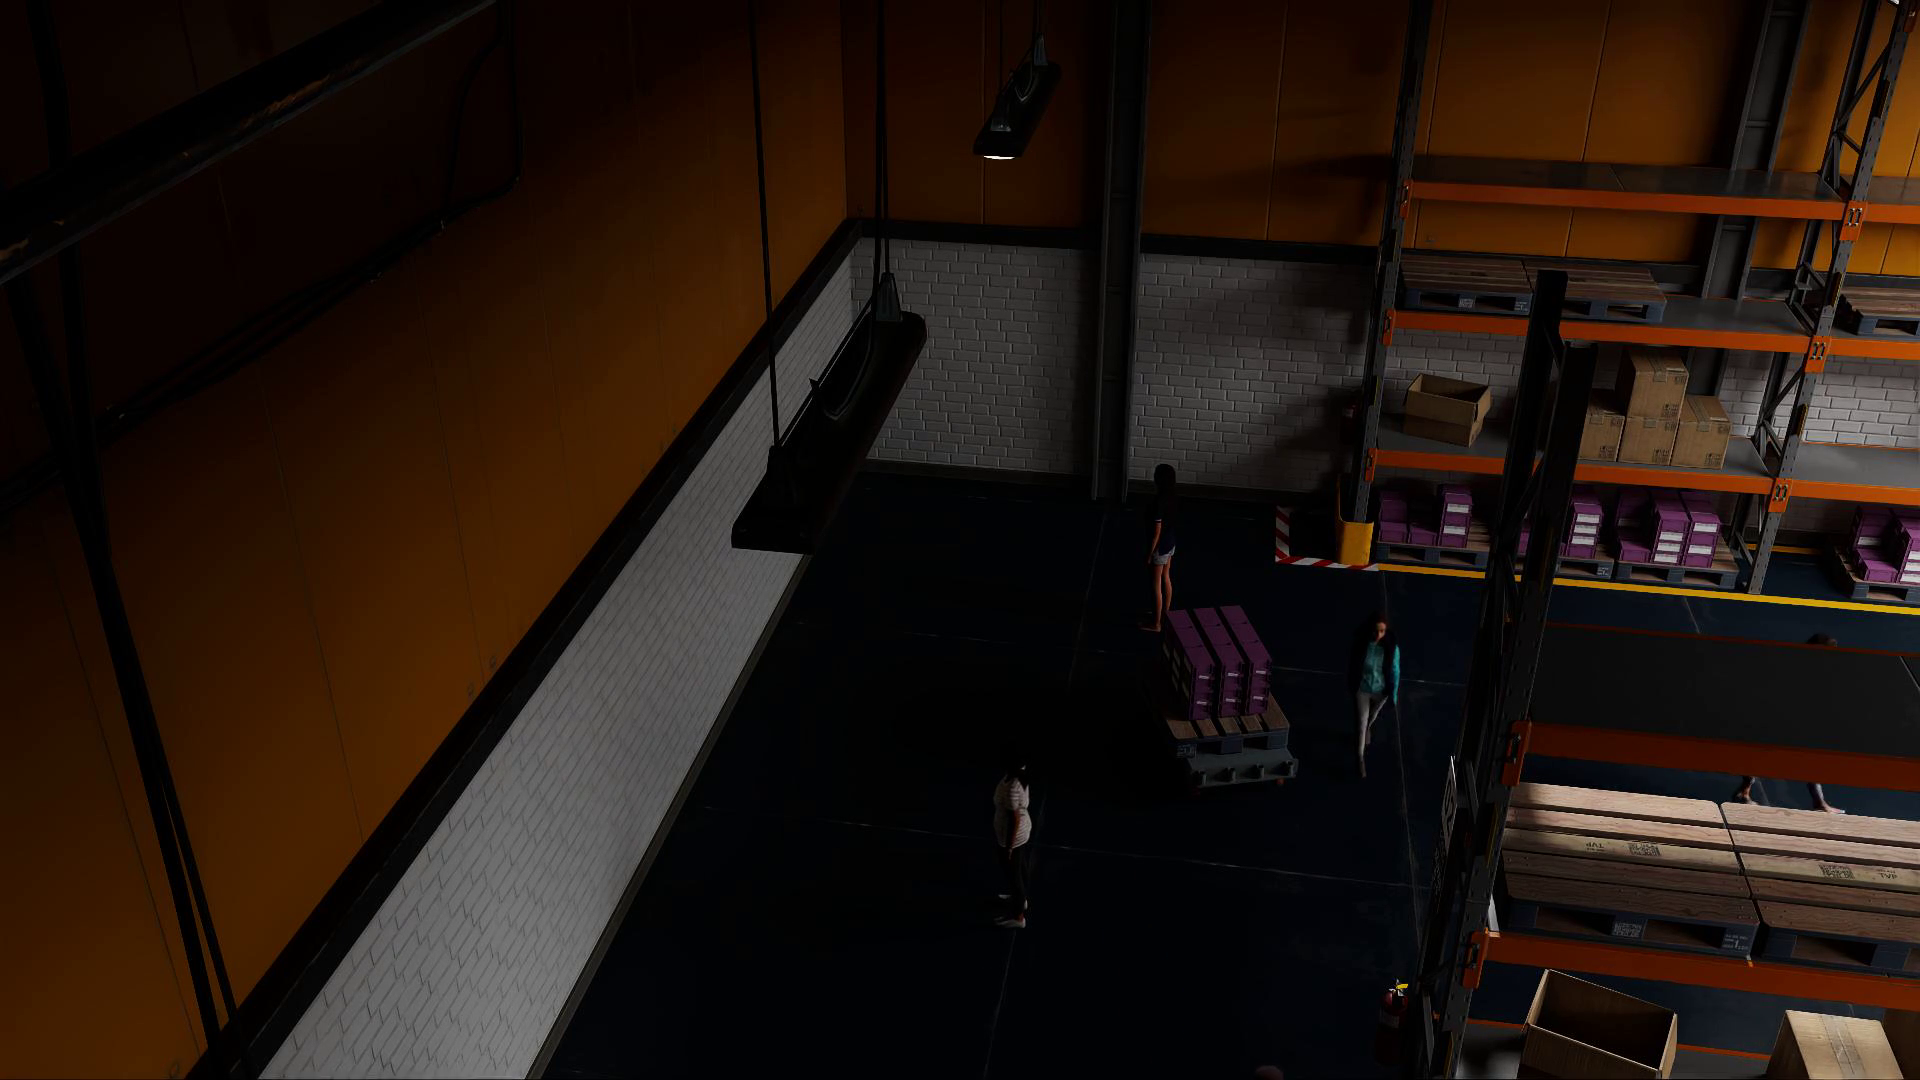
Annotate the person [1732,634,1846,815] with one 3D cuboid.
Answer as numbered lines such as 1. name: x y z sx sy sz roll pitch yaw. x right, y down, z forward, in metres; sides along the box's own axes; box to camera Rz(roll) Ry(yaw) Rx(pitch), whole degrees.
1. person: 6.641 1.505 13.442 1.055 1.729 0.595 6 29 11

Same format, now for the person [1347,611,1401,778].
1. person: 3.523 1.230 14.224 0.899 1.462 0.637 4 29 8

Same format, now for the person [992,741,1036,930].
1. person: 0.407 2.164 12.319 0.522 1.646 0.568 6 29 11

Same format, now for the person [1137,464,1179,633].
1. person: 1.937 0.068 16.036 0.625 1.767 0.634 16 32 26
